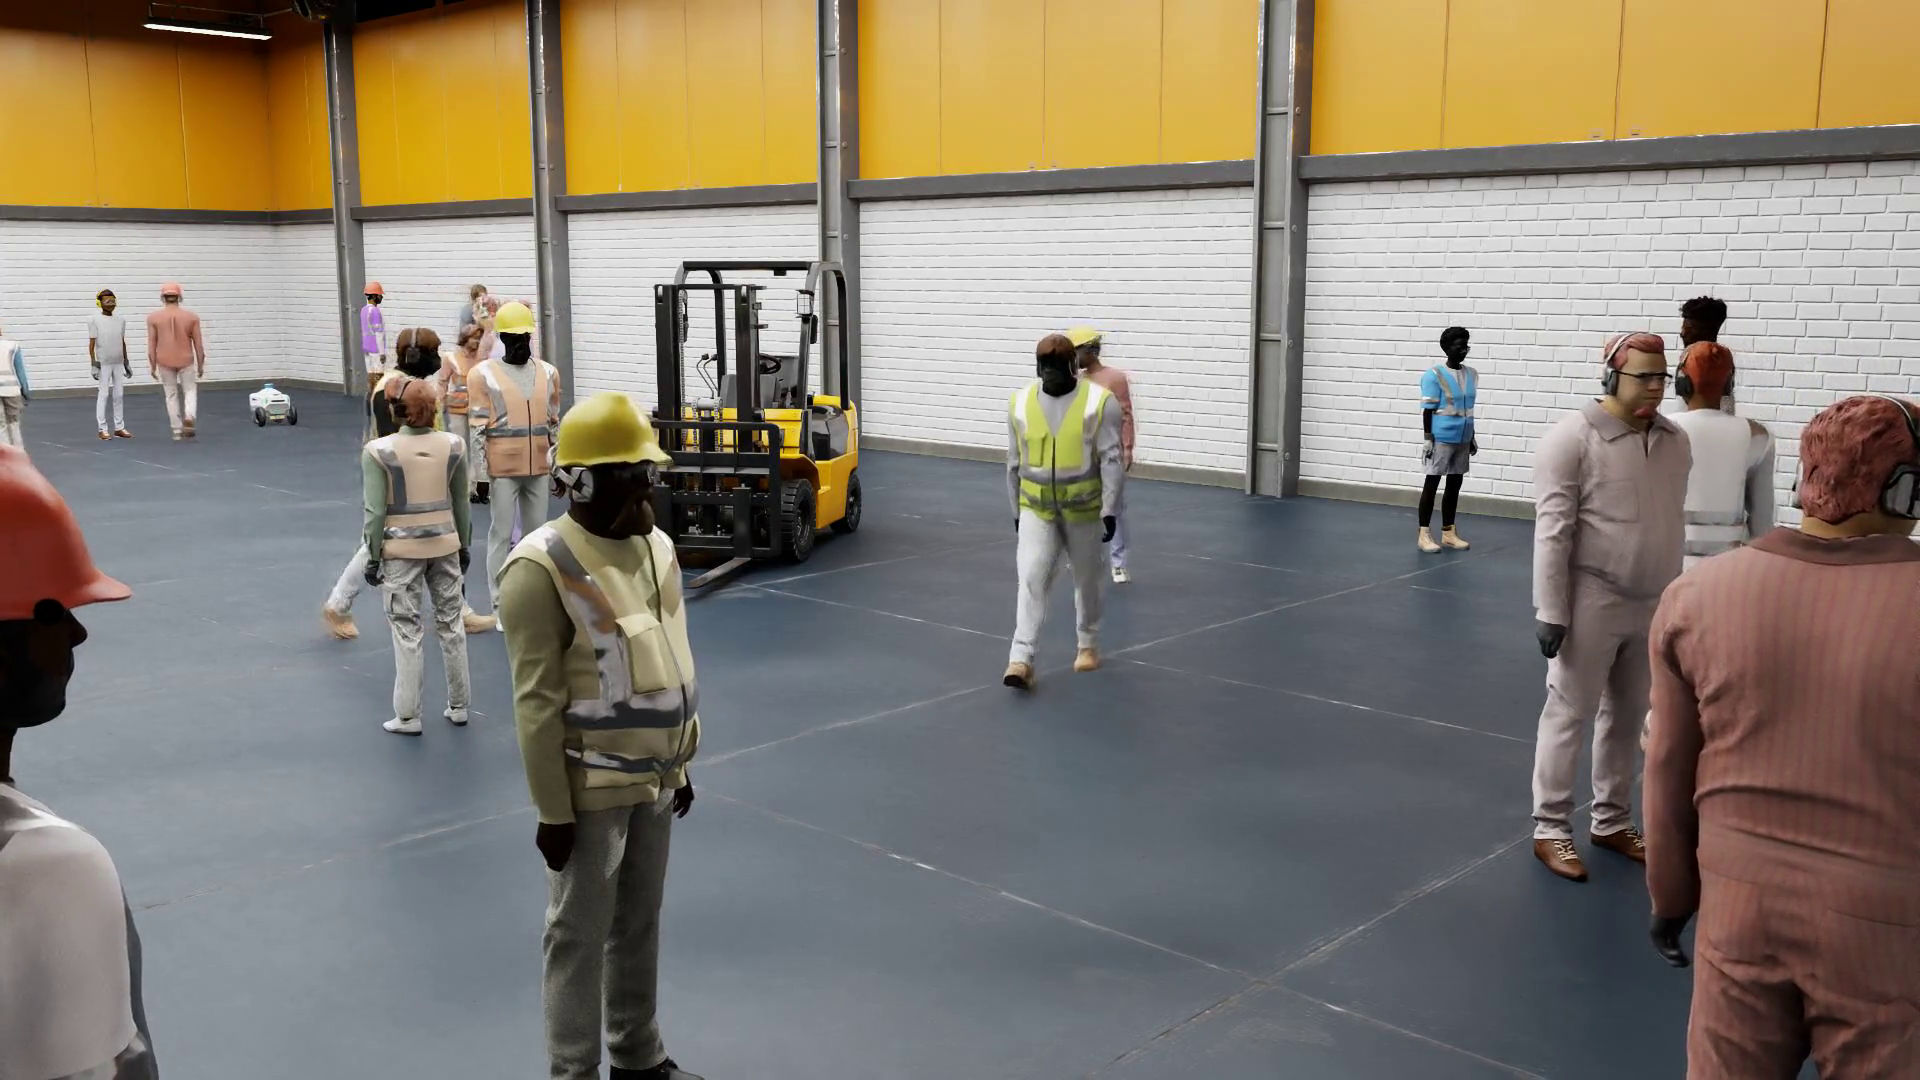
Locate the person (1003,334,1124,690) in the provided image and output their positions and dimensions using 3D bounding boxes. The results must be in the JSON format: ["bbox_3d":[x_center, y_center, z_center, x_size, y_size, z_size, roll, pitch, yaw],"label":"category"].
[{"bbox_3d":[0.519,-0.147,8.491,0.642,1.788,0.976,3,10,16],"label":"person"}]

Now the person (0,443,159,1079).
[{"bbox_3d":[-1.055,0.857,1.876,0.545,1.938,0.357,4,10,25],"label":"person"}]

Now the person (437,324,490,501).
[{"bbox_3d":[-4.534,-1.166,15.262,0.608,1.618,0.506,-6,11,-32],"label":"person"}]

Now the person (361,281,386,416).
[{"bbox_3d":[-8.366,-2.727,23.848,0.358,1.938,0.545,-8,12,-40],"label":"person"}]

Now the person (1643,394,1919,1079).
[{"bbox_3d":[1.581,0.688,3.032,0.401,1.901,0.640,-9,13,-42],"label":"person"}]

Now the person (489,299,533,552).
[{"bbox_3d":[-3.131,-0.758,11.871,0.411,1.908,0.643,-3,10,-16],"label":"person"}]

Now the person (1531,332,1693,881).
[{"bbox_3d":[2.303,0.231,5.824,0.652,1.900,0.402,-4,10,-22],"label":"person"}]

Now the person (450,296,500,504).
[{"bbox_3d":[-4.285,-1.260,15.069,0.868,1.867,0.671,-2,10,-15],"label":"person"}]

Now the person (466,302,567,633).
[{"bbox_3d":[-2.588,-0.429,9.788,0.588,1.927,0.371,-9,13,-44],"label":"person"}]

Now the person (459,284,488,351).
[{"bbox_3d":[-6.493,-2.520,22.649,0.627,1.915,0.648,2,9,10],"label":"person"}]

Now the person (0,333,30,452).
[{"bbox_3d":[-9.992,-1.501,17.279,0.533,1.613,0.552,-8,12,-42],"label":"person"}]

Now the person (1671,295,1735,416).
[{"bbox_3d":[4.379,-0.462,9.875,0.364,1.964,0.610,3,10,17],"label":"person"}]

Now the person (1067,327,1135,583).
[{"bbox_3d":[0.951,-0.585,11.384,0.632,1.725,0.364,8,12,42],"label":"person"}]

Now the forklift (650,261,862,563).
[{"bbox_3d":[-1.552,-1.040,12.721,1.214,2.155,2.313,2,9,11],"label":"forklift"}]

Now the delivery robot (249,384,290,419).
[{"bbox_3d":[-9.379,-1.879,22.590,0.477,0.478,0.707,-8,12,-39],"label":"delivery robot"}]

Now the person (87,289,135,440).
[{"bbox_3d":[-10.587,-2.187,20.745,0.317,1.870,0.523,5,11,30],"label":"person"}]

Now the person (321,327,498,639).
[{"bbox_3d":[-3.219,-0.321,9.529,0.934,1.809,0.647,0,9,2],"label":"person"}]

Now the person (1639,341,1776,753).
[{"bbox_3d":[2.948,0.104,6.813,0.583,1.821,1.015,0,9,-2],"label":"person"}]

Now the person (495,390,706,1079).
[{"bbox_3d":[-0.831,0.557,4.025,0.404,1.836,0.586,4,10,22],"label":"person"}]

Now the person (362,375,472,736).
[{"bbox_3d":[-2.465,0.070,7.593,0.522,1.645,0.305,-9,13,-44],"label":"person"}]

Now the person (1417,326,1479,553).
[{"bbox_3d":[3.673,-0.753,12.481,0.540,1.695,0.317,-5,10,-28],"label":"person"}]

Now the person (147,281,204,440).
[{"bbox_3d":[-9.647,-2.198,20.474,0.631,1.975,0.596,-4,10,-24],"label":"person"}]
